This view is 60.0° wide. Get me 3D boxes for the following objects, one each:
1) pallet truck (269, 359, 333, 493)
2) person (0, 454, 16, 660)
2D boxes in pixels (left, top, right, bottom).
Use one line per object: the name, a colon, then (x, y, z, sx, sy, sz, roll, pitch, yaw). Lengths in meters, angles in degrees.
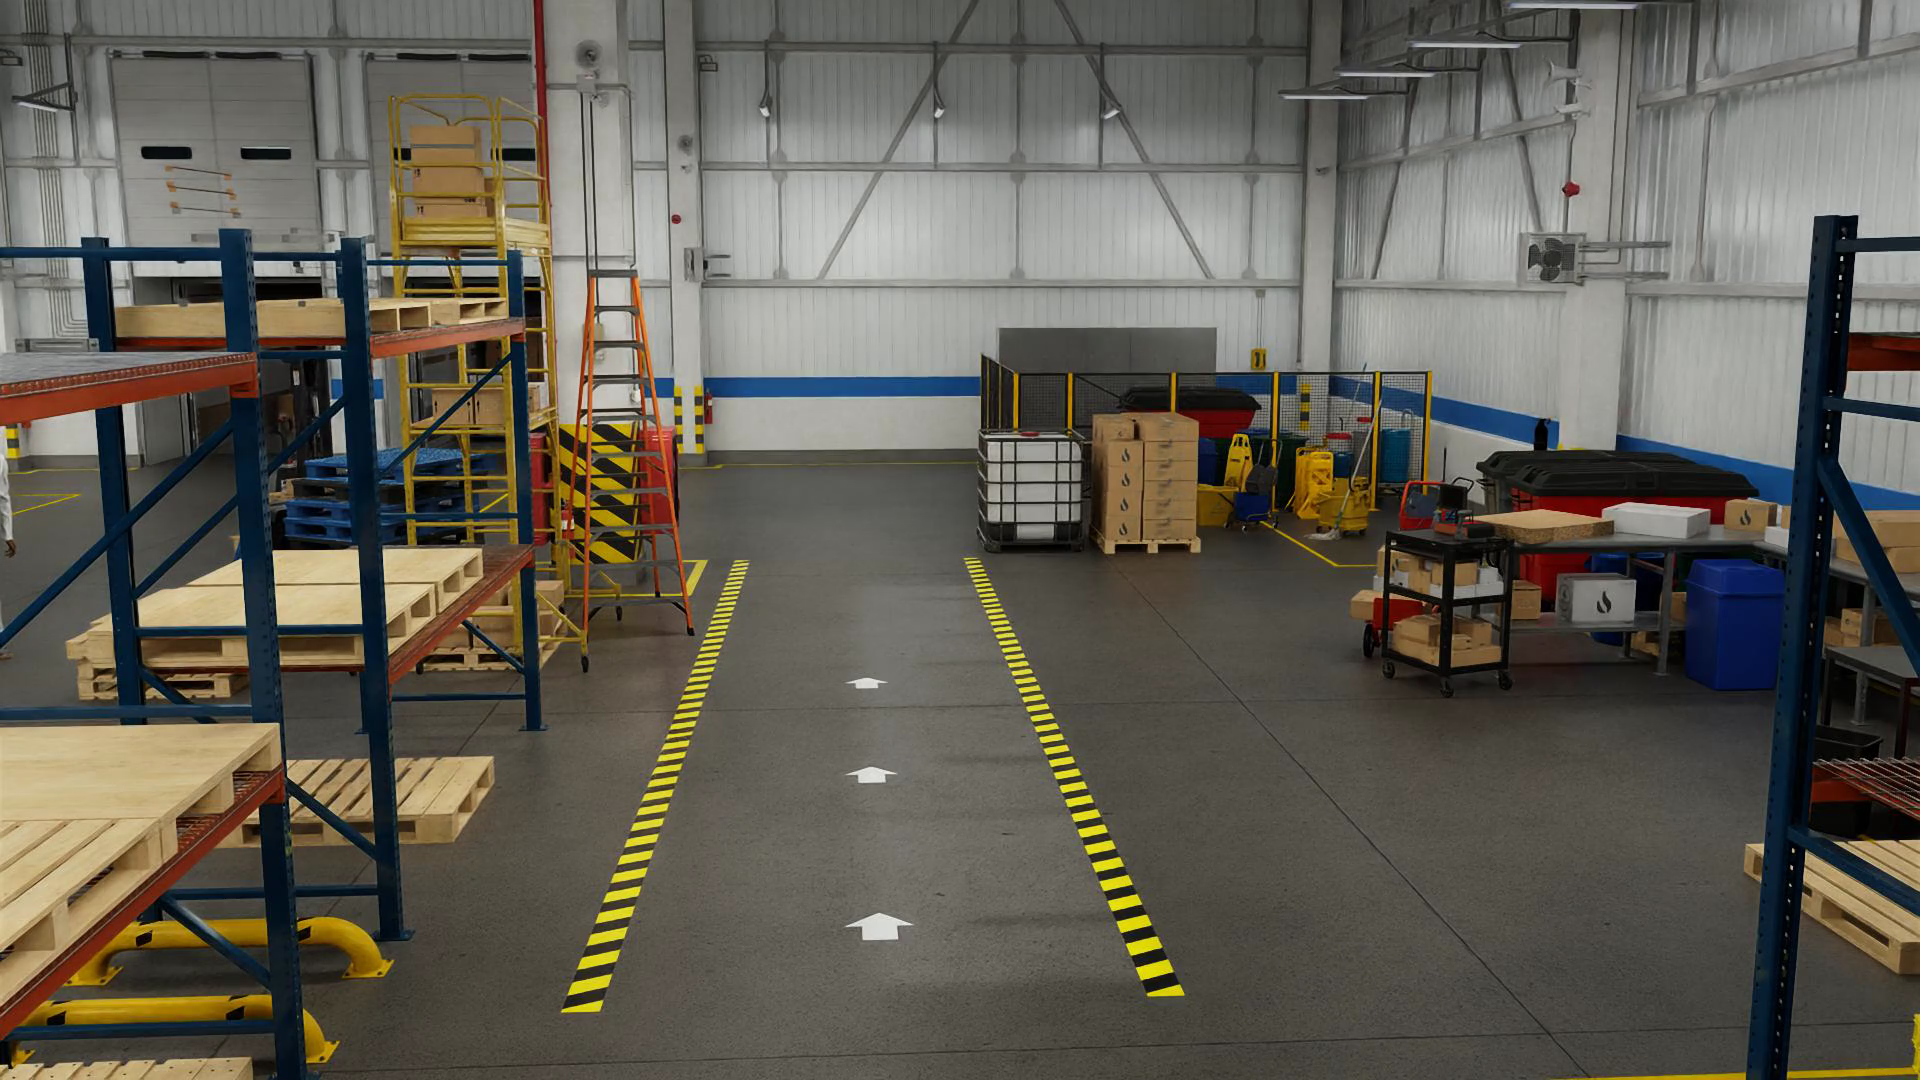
pallet truck: (-7.062, -1.131, 18.996, 1.885, 1.965, 0.823, 2, 9, 13)
person: (-7.351, -0.019, 12.361, 0.572, 1.886, 0.354, -8, 12, -42)
